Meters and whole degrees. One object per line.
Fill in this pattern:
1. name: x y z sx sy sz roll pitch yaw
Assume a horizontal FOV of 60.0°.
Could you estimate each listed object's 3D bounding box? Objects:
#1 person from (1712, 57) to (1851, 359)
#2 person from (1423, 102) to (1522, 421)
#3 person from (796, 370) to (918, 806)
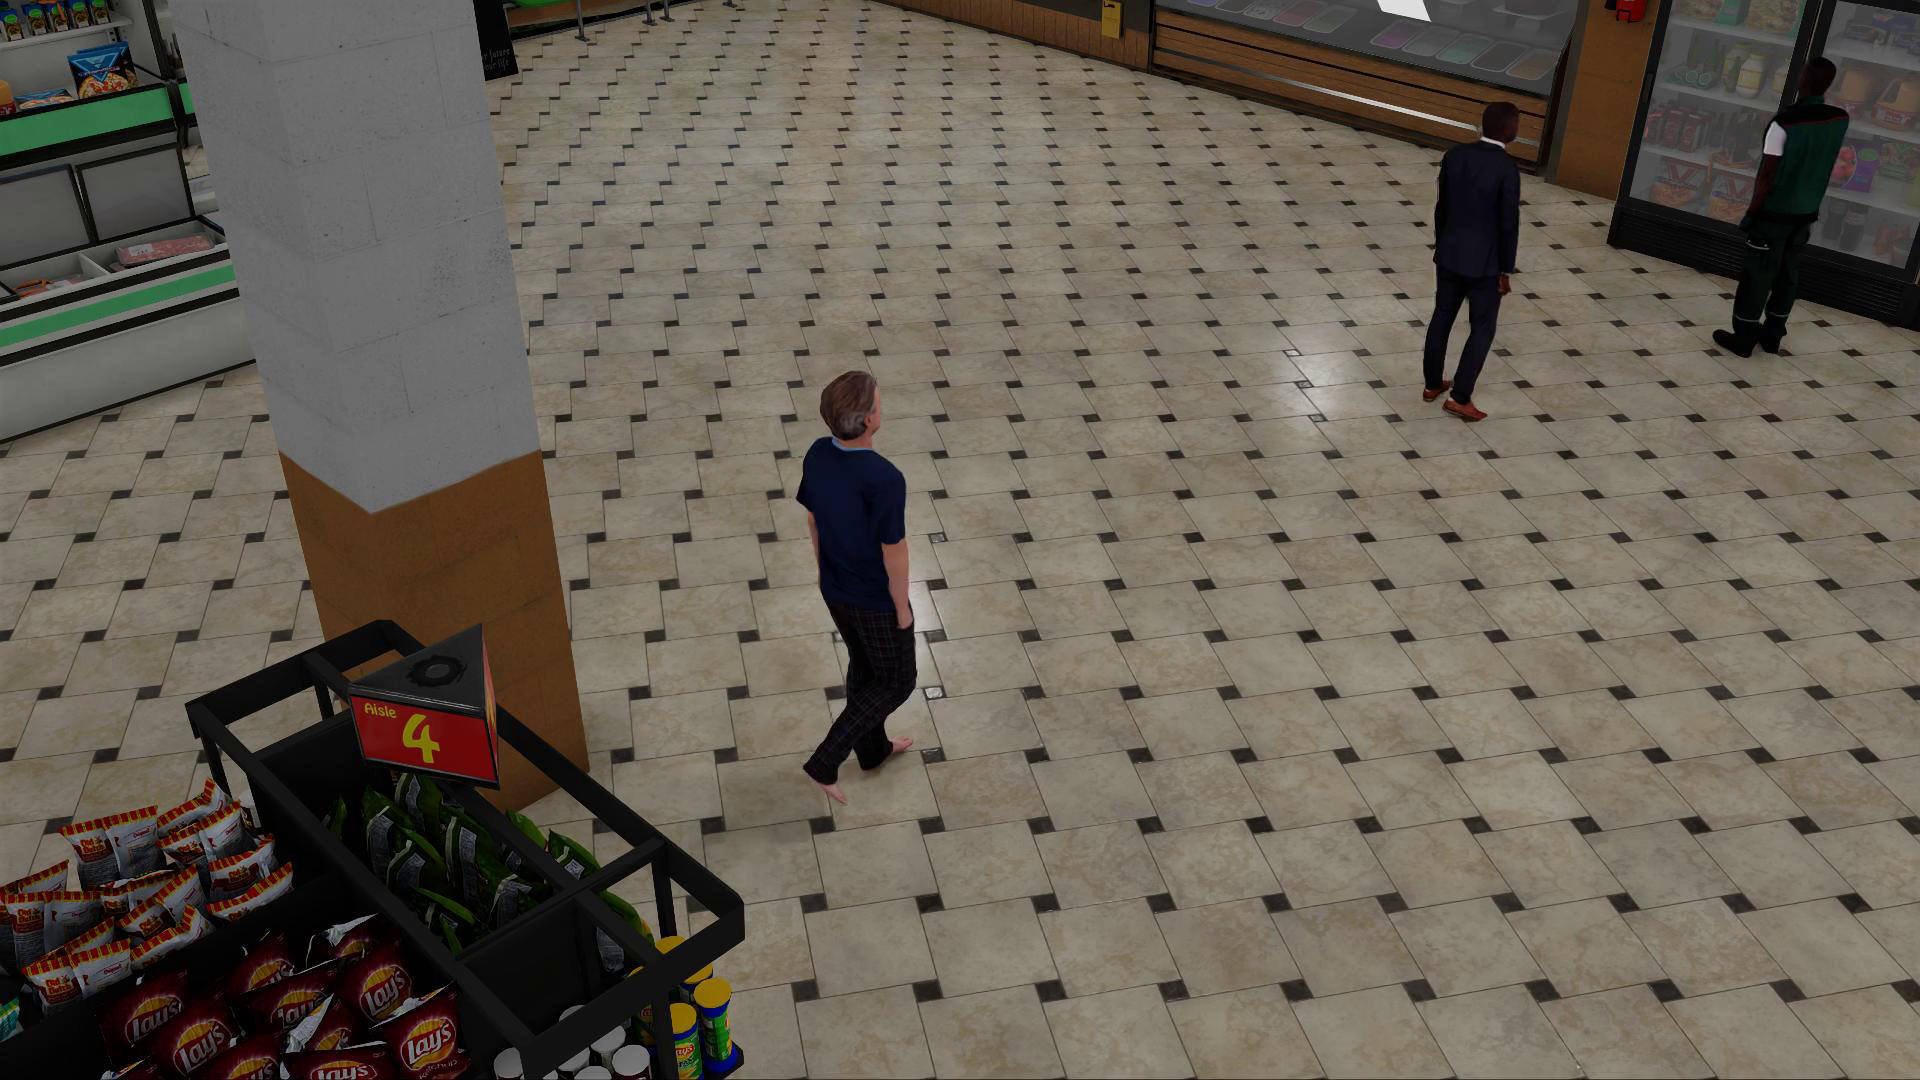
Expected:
1. person: 4.987 -1.989 10.046 0.728 1.837 0.841 -7 33 -12
2. person: 2.890 -1.583 9.395 0.670 1.836 0.752 -24 39 -33
3. person: -0.426 0.244 6.439 0.869 1.858 0.658 -27 41 -36
